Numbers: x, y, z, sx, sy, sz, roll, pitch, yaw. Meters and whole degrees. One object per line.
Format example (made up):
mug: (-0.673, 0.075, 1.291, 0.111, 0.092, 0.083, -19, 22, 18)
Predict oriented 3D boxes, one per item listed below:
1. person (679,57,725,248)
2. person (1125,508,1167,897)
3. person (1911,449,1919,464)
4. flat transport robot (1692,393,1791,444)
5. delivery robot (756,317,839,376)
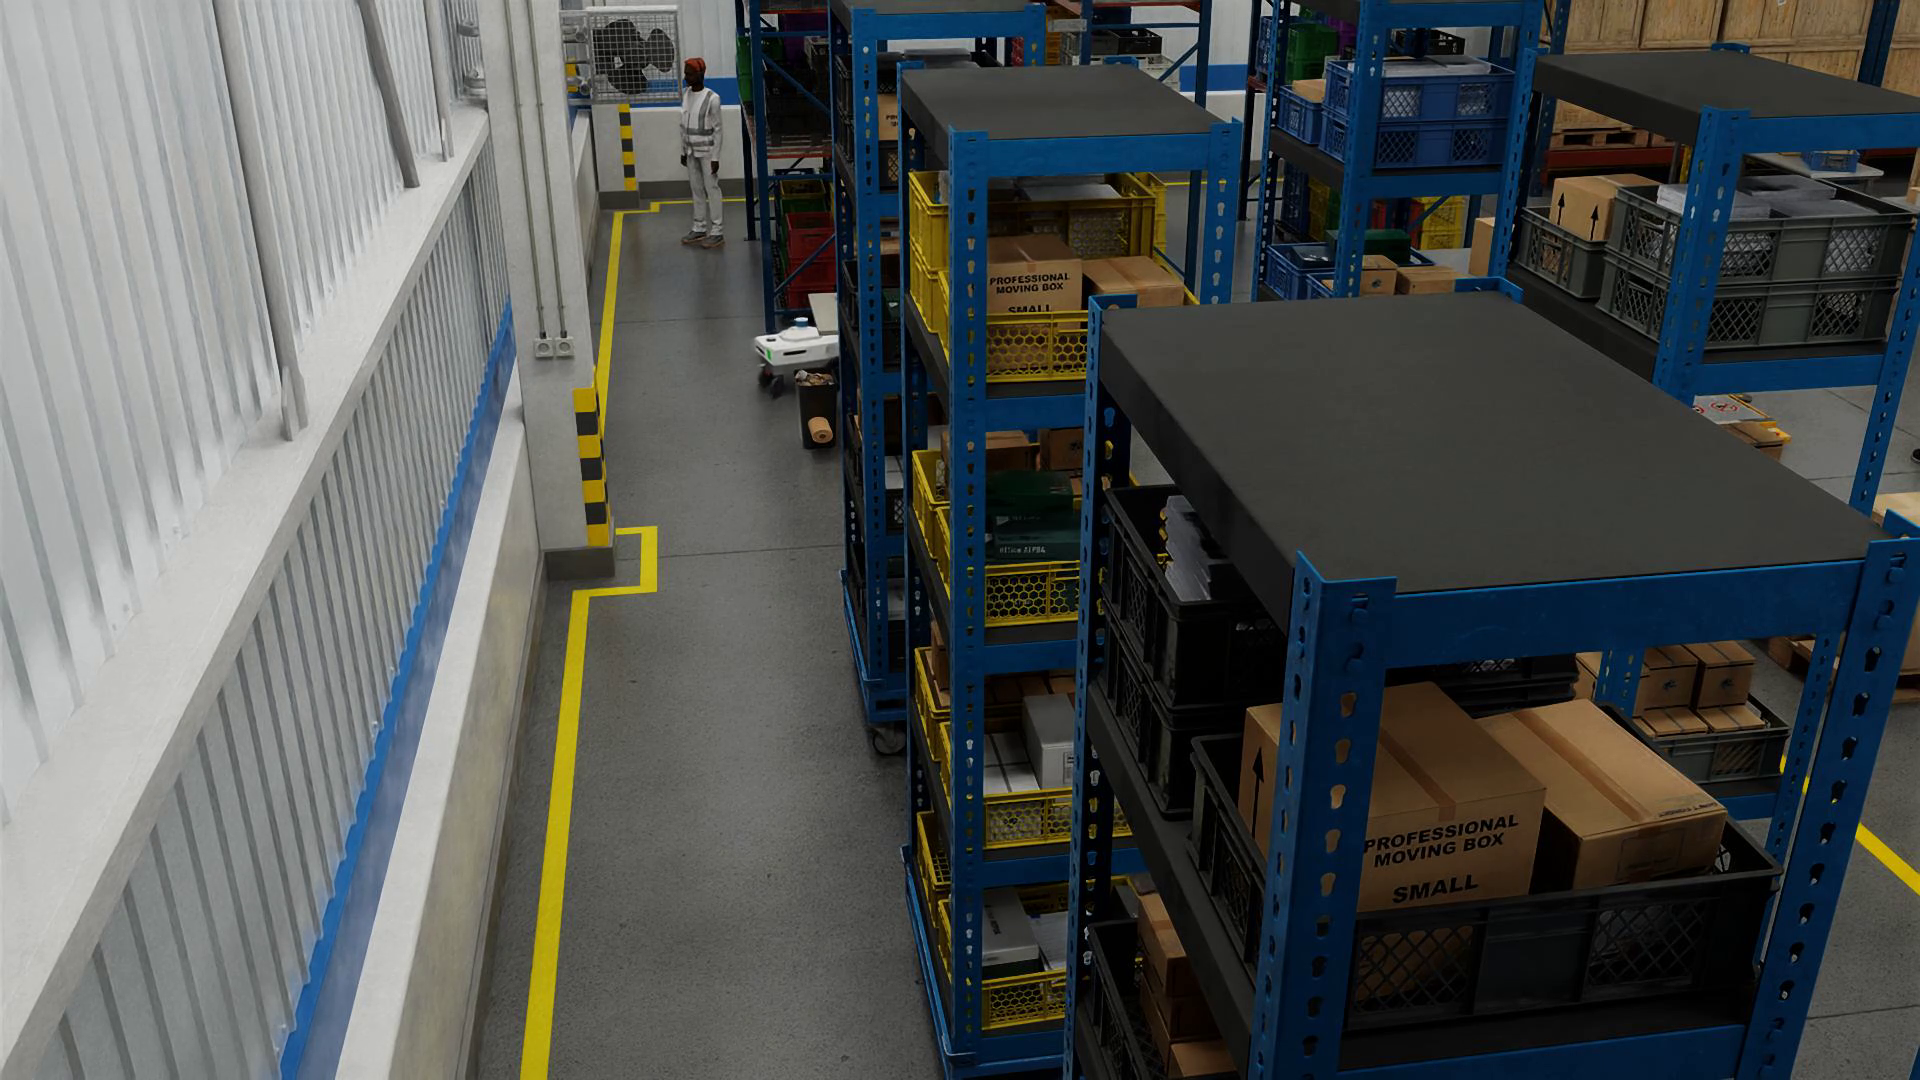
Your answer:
person: (-2.637, -3.929, 16.893, 0.574, 1.883, 0.355, 19, 31, 36)
person: (0.578, 0.620, 6.913, 0.629, 1.966, 0.826, -16, 29, -31)
person: (6.941, -1.350, 11.345, 0.599, 1.832, 0.404, 5, 25, 11)
flat transport robot: (5.224, -0.859, 12.132, 1.431, 0.197, 0.652, -4, 25, -8)
delivery robot: (-1.238, -1.511, 13.105, 0.707, 0.478, 0.477, -10, 27, -21)
